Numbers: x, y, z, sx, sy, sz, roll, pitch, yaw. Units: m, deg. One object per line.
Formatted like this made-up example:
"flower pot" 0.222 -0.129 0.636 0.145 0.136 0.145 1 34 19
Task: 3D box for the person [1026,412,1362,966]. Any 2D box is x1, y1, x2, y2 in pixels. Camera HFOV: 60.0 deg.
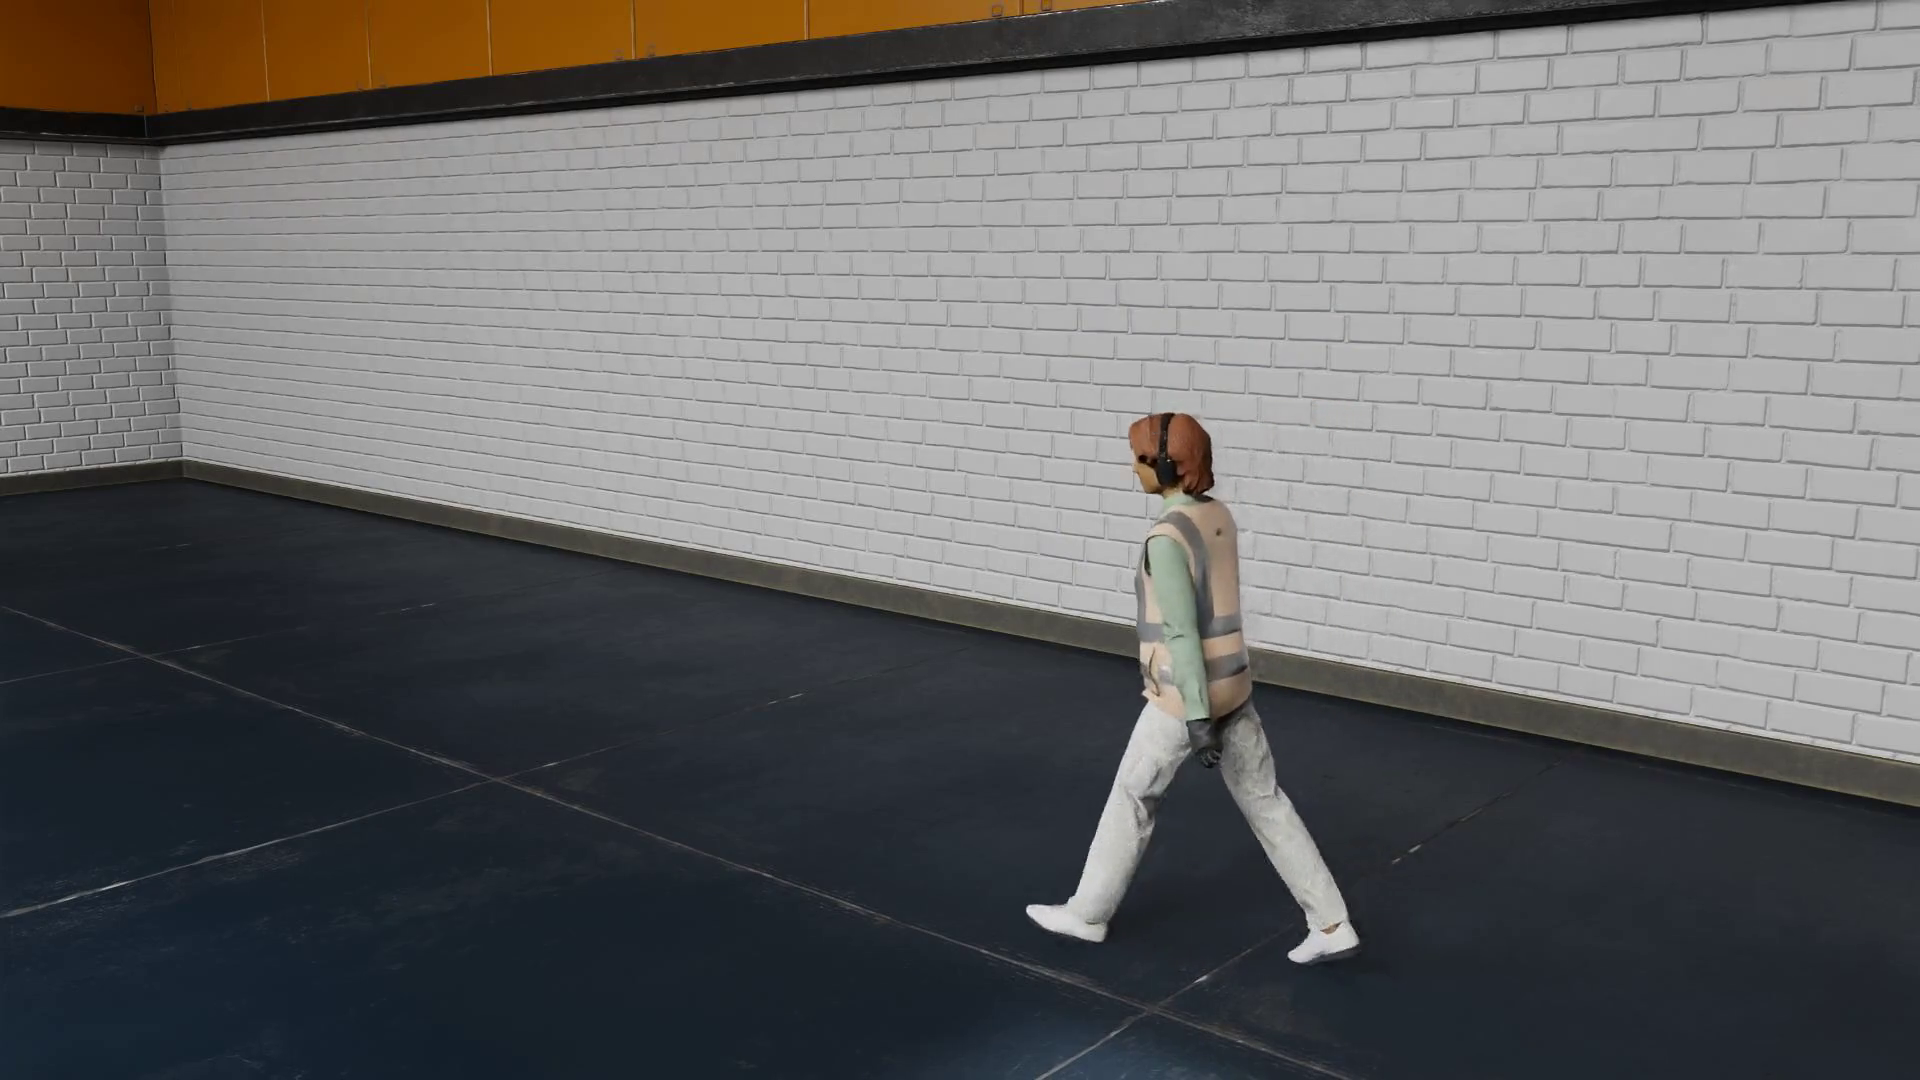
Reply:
"person" 0.687 0.430 4.648 0.945 1.581 0.535 6 12 30
